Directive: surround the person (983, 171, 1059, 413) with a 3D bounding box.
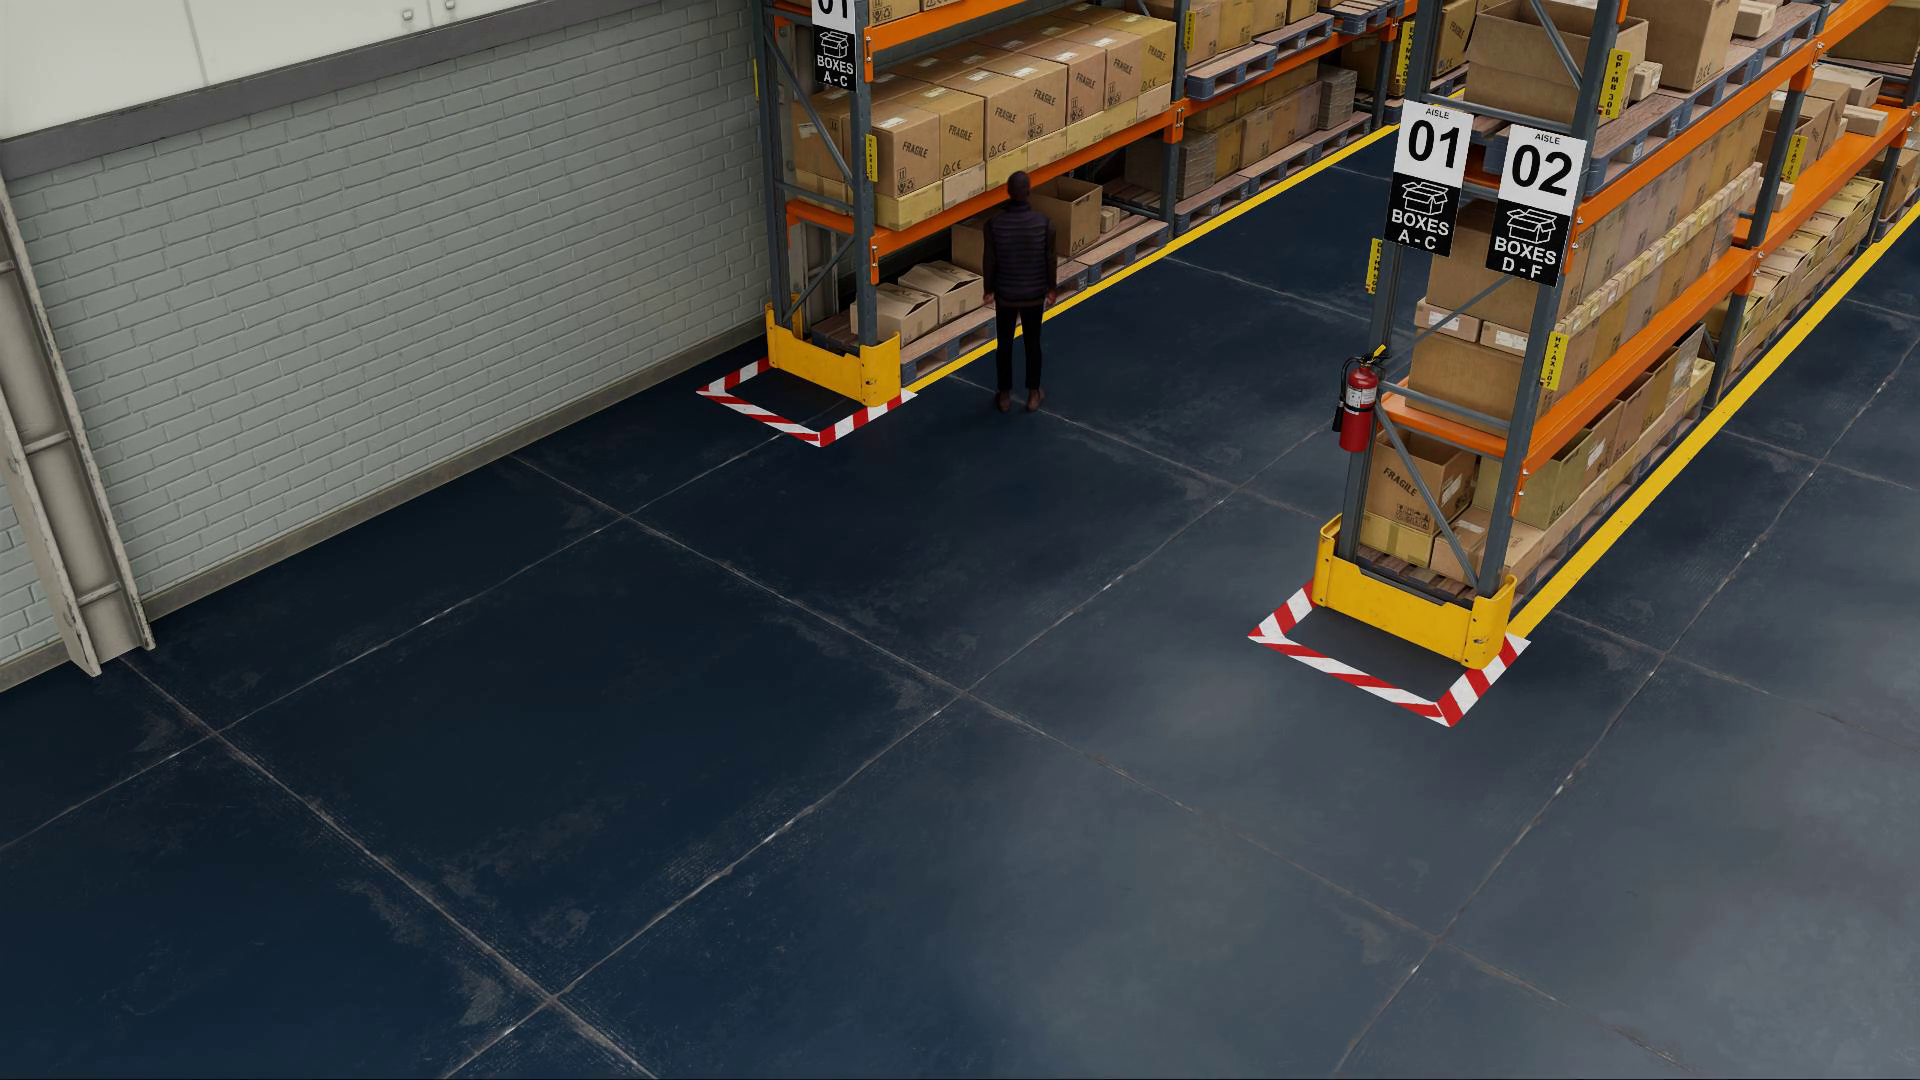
[{"bbox_3d":[0.432,-1.799,12.124,0.777,1.838,0.799,1,33,2],"label":"person"}]
